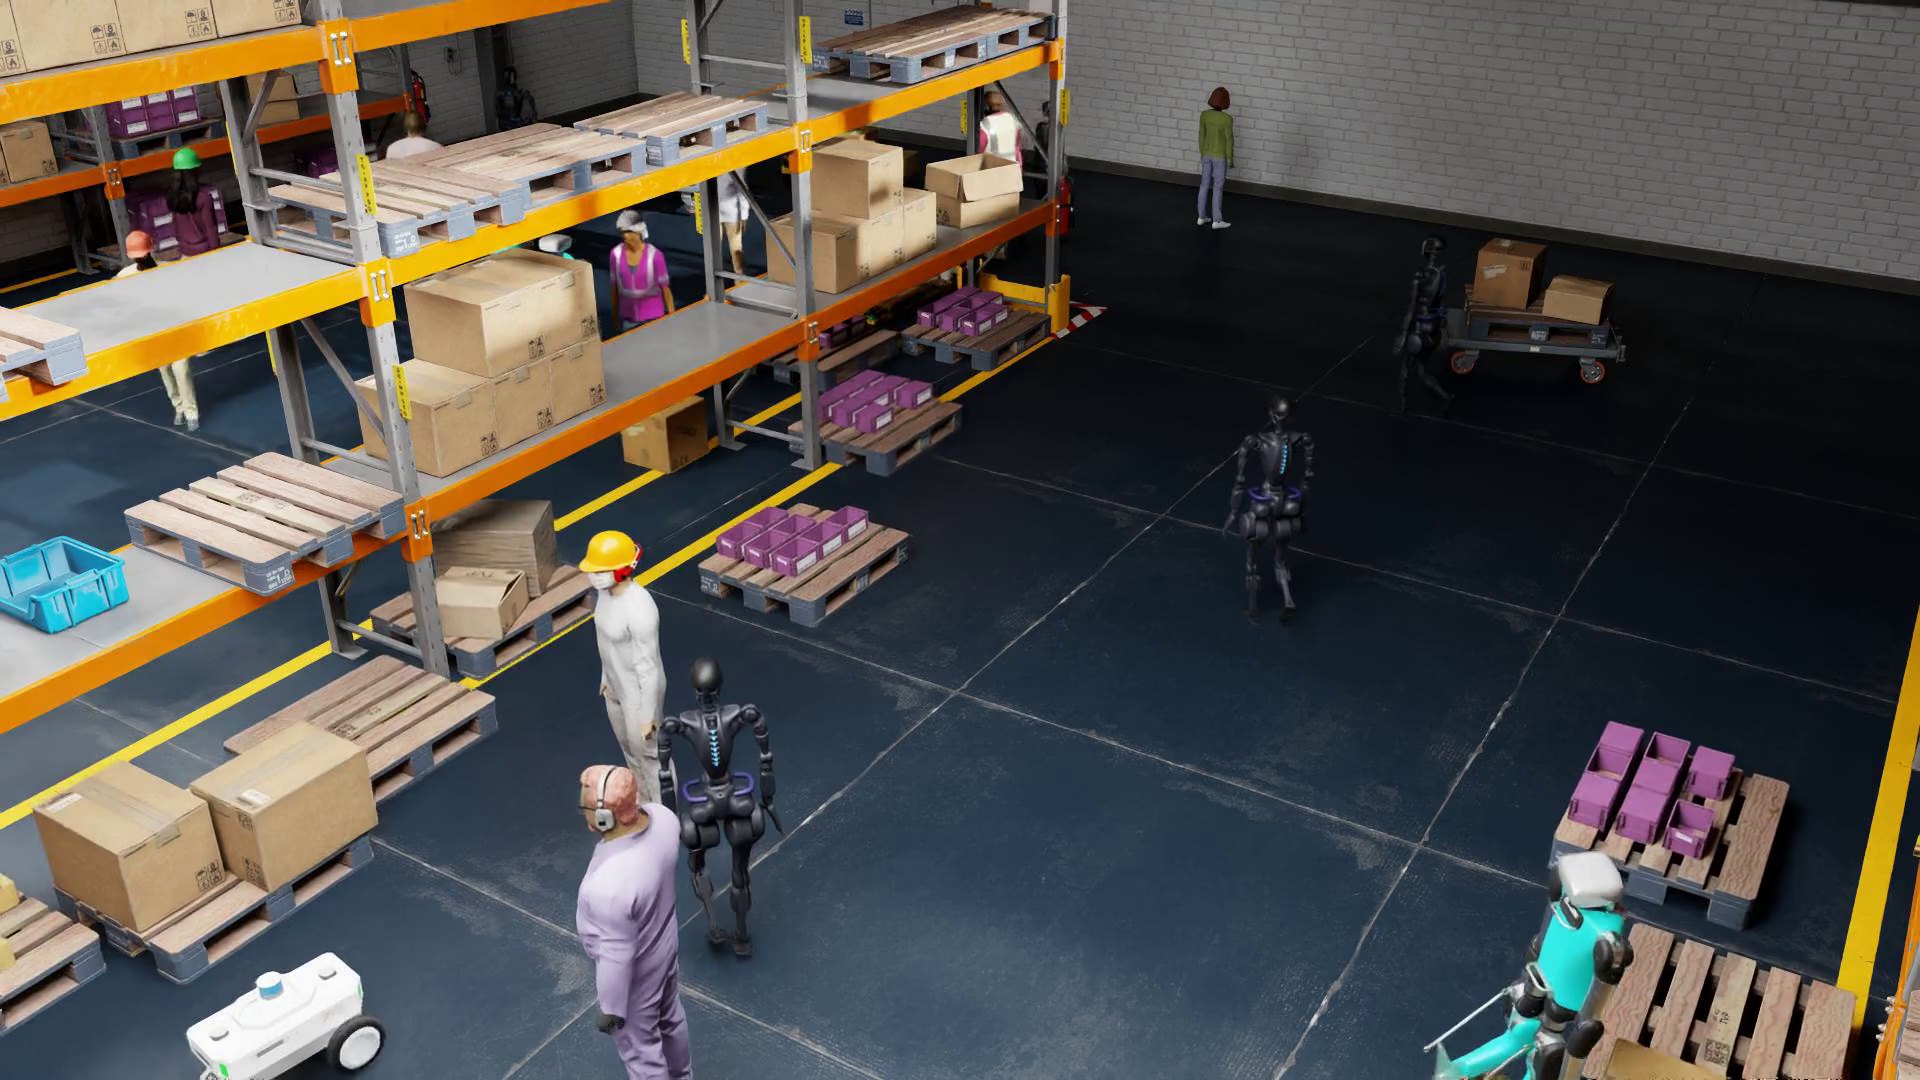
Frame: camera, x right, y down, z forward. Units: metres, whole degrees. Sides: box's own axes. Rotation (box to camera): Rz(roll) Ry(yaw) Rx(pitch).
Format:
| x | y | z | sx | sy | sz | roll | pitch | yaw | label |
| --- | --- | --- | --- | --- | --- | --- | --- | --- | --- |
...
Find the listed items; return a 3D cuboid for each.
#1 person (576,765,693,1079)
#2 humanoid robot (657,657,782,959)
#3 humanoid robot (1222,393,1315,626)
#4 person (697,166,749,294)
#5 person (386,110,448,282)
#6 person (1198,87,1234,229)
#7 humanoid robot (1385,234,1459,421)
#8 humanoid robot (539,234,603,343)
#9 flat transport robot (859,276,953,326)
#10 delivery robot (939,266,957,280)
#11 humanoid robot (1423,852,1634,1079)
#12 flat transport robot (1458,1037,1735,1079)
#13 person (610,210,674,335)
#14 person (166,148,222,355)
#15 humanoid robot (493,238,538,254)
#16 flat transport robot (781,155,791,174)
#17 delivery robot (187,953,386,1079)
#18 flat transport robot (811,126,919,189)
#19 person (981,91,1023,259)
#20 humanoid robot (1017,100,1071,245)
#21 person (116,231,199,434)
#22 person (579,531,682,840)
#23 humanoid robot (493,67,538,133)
| x | y | z | sx | sy | sz | roll | pitch | yaw | label |
| --- | --- | --- | --- | --- | --- | --- | --- | --- | --- |
| -1.373 | 1.750 | 6.945 | 0.406 | 1.904 | 0.650 | 5 | 27 | 10 | person |
| -1.170 | 1.301 | 8.074 | 0.591 | 1.642 | 0.355 | -7 | 28 | -13 | humanoid robot |
| 2.062 | -0.159 | 10.966 | 0.584 | 1.645 | 0.469 | -5 | 27 | -11 | humanoid robot |
| -2.452 | -3.367 | 17.205 | 0.583 | 1.742 | 0.354 | 7 | 28 | 13 | person |
| -5.573 | -3.475 | 17.245 | 0.627 | 1.911 | 0.838 | -2 | 27 | -3 | person |
| 3.006 | -4.490 | 19.533 | 0.281 | 1.634 | 0.498 | -21 | 34 | -36 | person |
| 3.997 | -1.771 | 14.151 | 0.574 | 1.641 | 0.598 | 21 | 34 | 35 | humanoid robot |
| -3.231 | -1.848 | 14.283 | 0.532 | 1.751 | 0.981 | 8 | 28 | 15 | humanoid robot |
| -0.735 | -2.542 | 17.208 | 0.659 | 0.231 | 1.431 | 16 | 31 | 29 | flat transport robot |
| -0.360 | -3.156 | 18.091 | 0.780 | 0.586 | 0.499 | 12 | 29 | 22 | delivery robot |
| 2.135 | 1.999 | 6.597 | 0.759 | 1.756 | 0.539 | -2 | 27 | -4 | humanoid robot |
| 2.285 | 2.892 | 6.498 | 0.659 | 0.231 | 1.431 | 16 | 31 | 28 | flat transport robot |
| -2.715 | -1.950 | 14.309 | 0.605 | 1.832 | 0.477 | 3 | 27 | 7 | person |
| -7.177 | -2.789 | 15.879 | 0.519 | 1.904 | 0.959 | 6 | 27 | 11 | person |
| -4.104 | -1.960 | 14.493 | 0.586 | 1.803 | 0.955 | 18 | 32 | 32 | humanoid robot |
| -1.648 | -5.051 | 22.152 | 1.431 | 0.231 | 0.659 | -1 | 27 | -2 | flat transport robot |
| -3.066 | 2.209 | 7.517 | 0.499 | 0.583 | 0.777 | 22 | 34 | 36 | delivery robot |
| -1.128 | -4.093 | 20.263 | 1.431 | 0.231 | 0.659 | 9 | 28 | 18 | flat transport robot |
| 0.346 | -4.074 | 18.533 | 0.717 | 1.801 | 0.732 | 24 | 35 | 39 | person |
| 0.956 | -4.141 | 18.824 | 0.684 | 1.633 | 0.608 | -17 | 31 | -30 | humanoid robot |
| -6.742 | -1.733 | 13.991 | 0.600 | 1.726 | 0.690 | -5 | 27 | -10 | person |
| -1.761 | 0.797 | 8.843 | 0.379 | 1.888 | 0.564 | -17 | 31 | -30 | person |
| -5.482 | -5.032 | 20.603 | 0.608 | 1.627 | 0.759 | 4 | 27 | 8 | humanoid robot |
